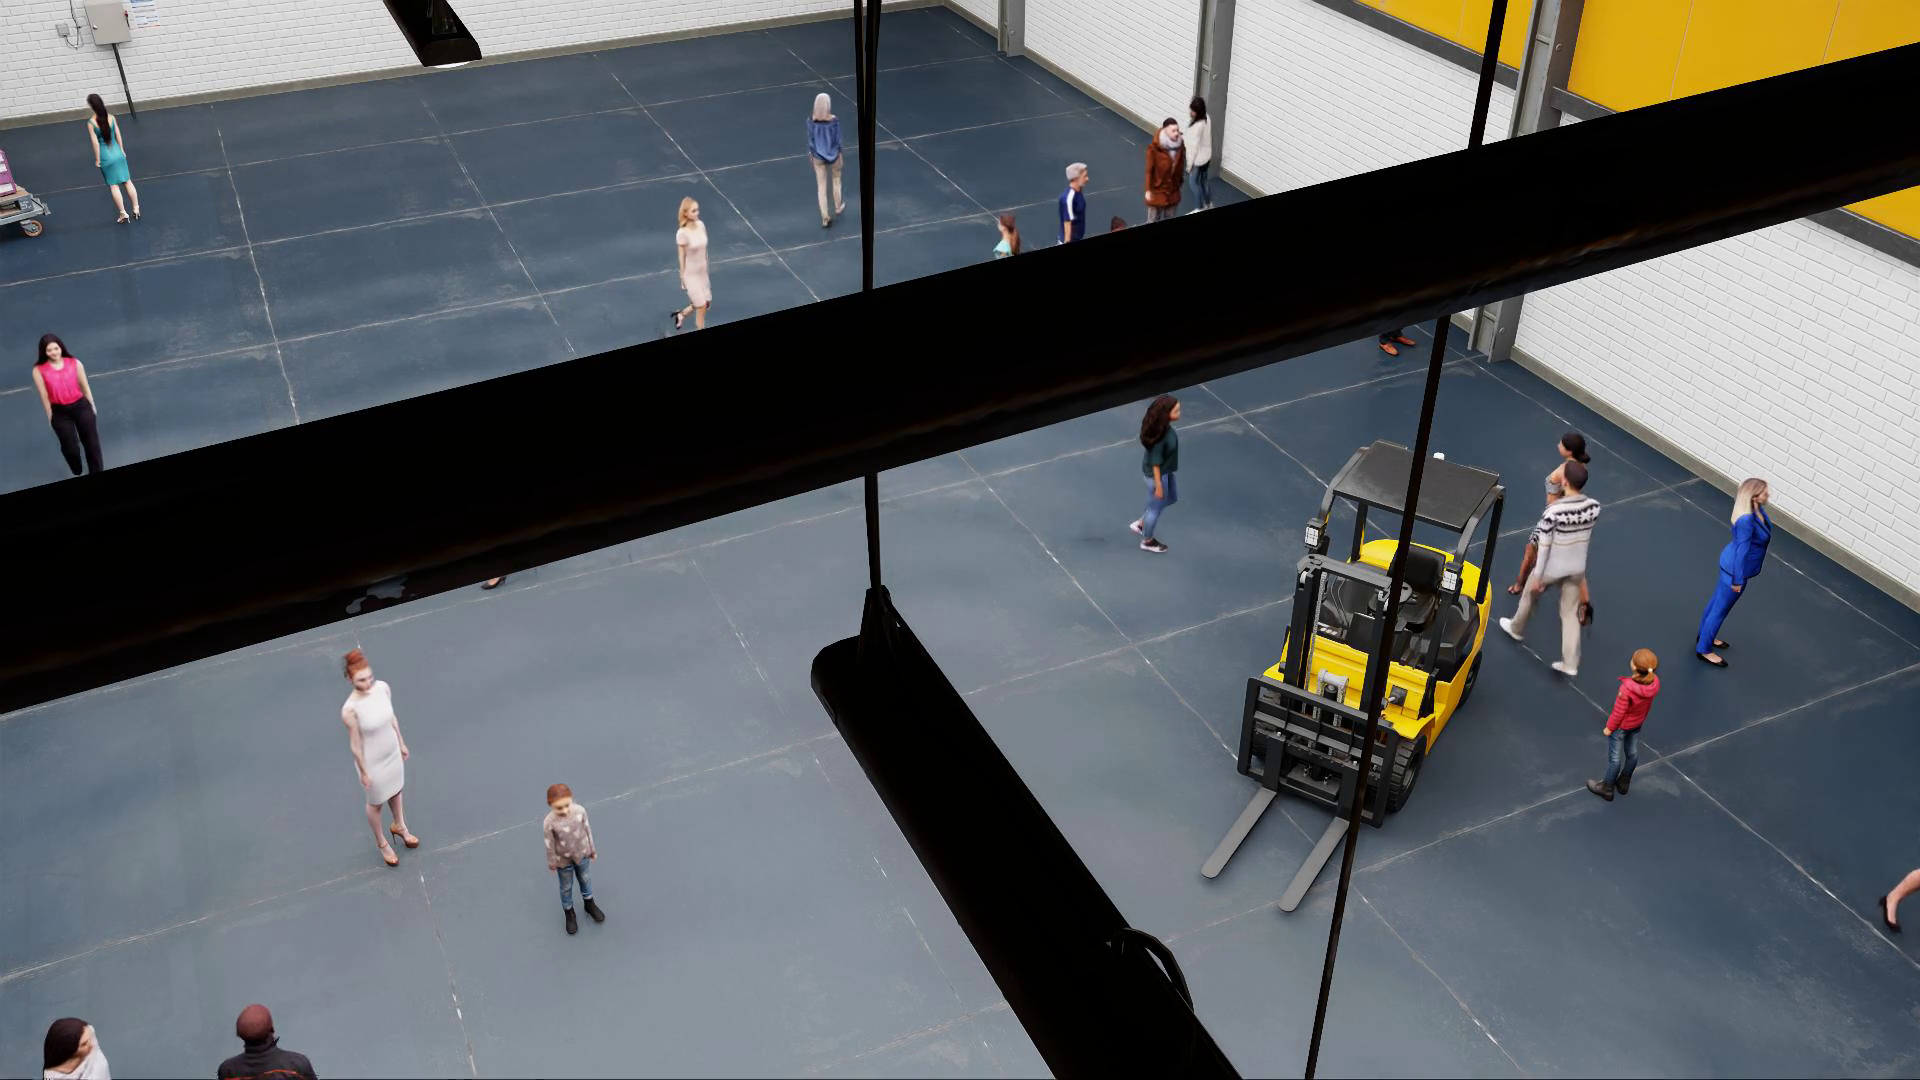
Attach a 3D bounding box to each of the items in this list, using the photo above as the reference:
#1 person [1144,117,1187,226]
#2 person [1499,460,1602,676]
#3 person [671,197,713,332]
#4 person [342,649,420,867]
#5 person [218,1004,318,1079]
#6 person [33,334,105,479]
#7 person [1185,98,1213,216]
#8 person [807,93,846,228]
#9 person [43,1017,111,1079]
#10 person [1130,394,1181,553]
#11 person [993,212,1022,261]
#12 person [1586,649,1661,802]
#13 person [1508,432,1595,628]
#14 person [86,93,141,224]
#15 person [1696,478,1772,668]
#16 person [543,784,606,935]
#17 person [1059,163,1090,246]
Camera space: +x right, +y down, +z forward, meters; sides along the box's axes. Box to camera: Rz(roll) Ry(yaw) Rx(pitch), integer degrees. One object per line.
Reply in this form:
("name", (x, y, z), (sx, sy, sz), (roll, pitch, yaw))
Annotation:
("person", (2.427, -4.236, 20.165), (0.688, 1.825, 0.893), (-14, 36, -20))
("person", (4.895, 0.265, 13.392), (0.896, 1.826, 1.232), (-5, 34, -8))
("person", (-2.960, -2.891, 18.152), (0.975, 1.814, 0.813), (23, 40, 30))
("person", (-4.035, 1.510, 11.549), (0.676, 1.794, 0.647), (16, 37, 23))
("person", (-3.613, 3.284, 8.889), (0.915, 1.784, 1.240), (-8, 35, -12))
("person", (-8.445, -1.209, 15.767), (0.678, 1.652, 0.740), (-25, 41, -33))
("person", (3.134, -4.942, 21.420), (0.854, 1.612, 0.835), (22, 39, 29))
("person", (-1.714, -4.801, 21.155), (0.909, 1.670, 1.031), (4, 34, 7))
("person", (-4.917, 3.185, 9.232), (1.070, 1.568, 1.109), (3, 34, 5))
("person", (1.693, -0.597, 14.889), (0.802, 1.607, 0.735), (6, 34, 9))
("person", (0.601, -2.859, 18.362), (1.114, 1.527, 0.859), (23, 40, 31))
("person", (4.917, 1.348, 12.222), (0.504, 1.318, 0.482), (-14, 36, -20))
("person", (5.104, -0.068, 13.937), (0.716, 1.777, 1.154), (-19, 38, -26))
("person", (-10.850, -4.885, 21.262), (0.632, 1.691, 0.622), (21, 39, 28))
("person", (6.300, 0.234, 13.552), (0.753, 1.701, 0.706), (14, 36, 20))
("person", (-2.620, 2.106, 11.195), (0.498, 1.194, 0.492), (-19, 38, -26))
("person", (1.200, -3.441, 18.972), (0.919, 1.823, 0.877), (7, 34, 11))
